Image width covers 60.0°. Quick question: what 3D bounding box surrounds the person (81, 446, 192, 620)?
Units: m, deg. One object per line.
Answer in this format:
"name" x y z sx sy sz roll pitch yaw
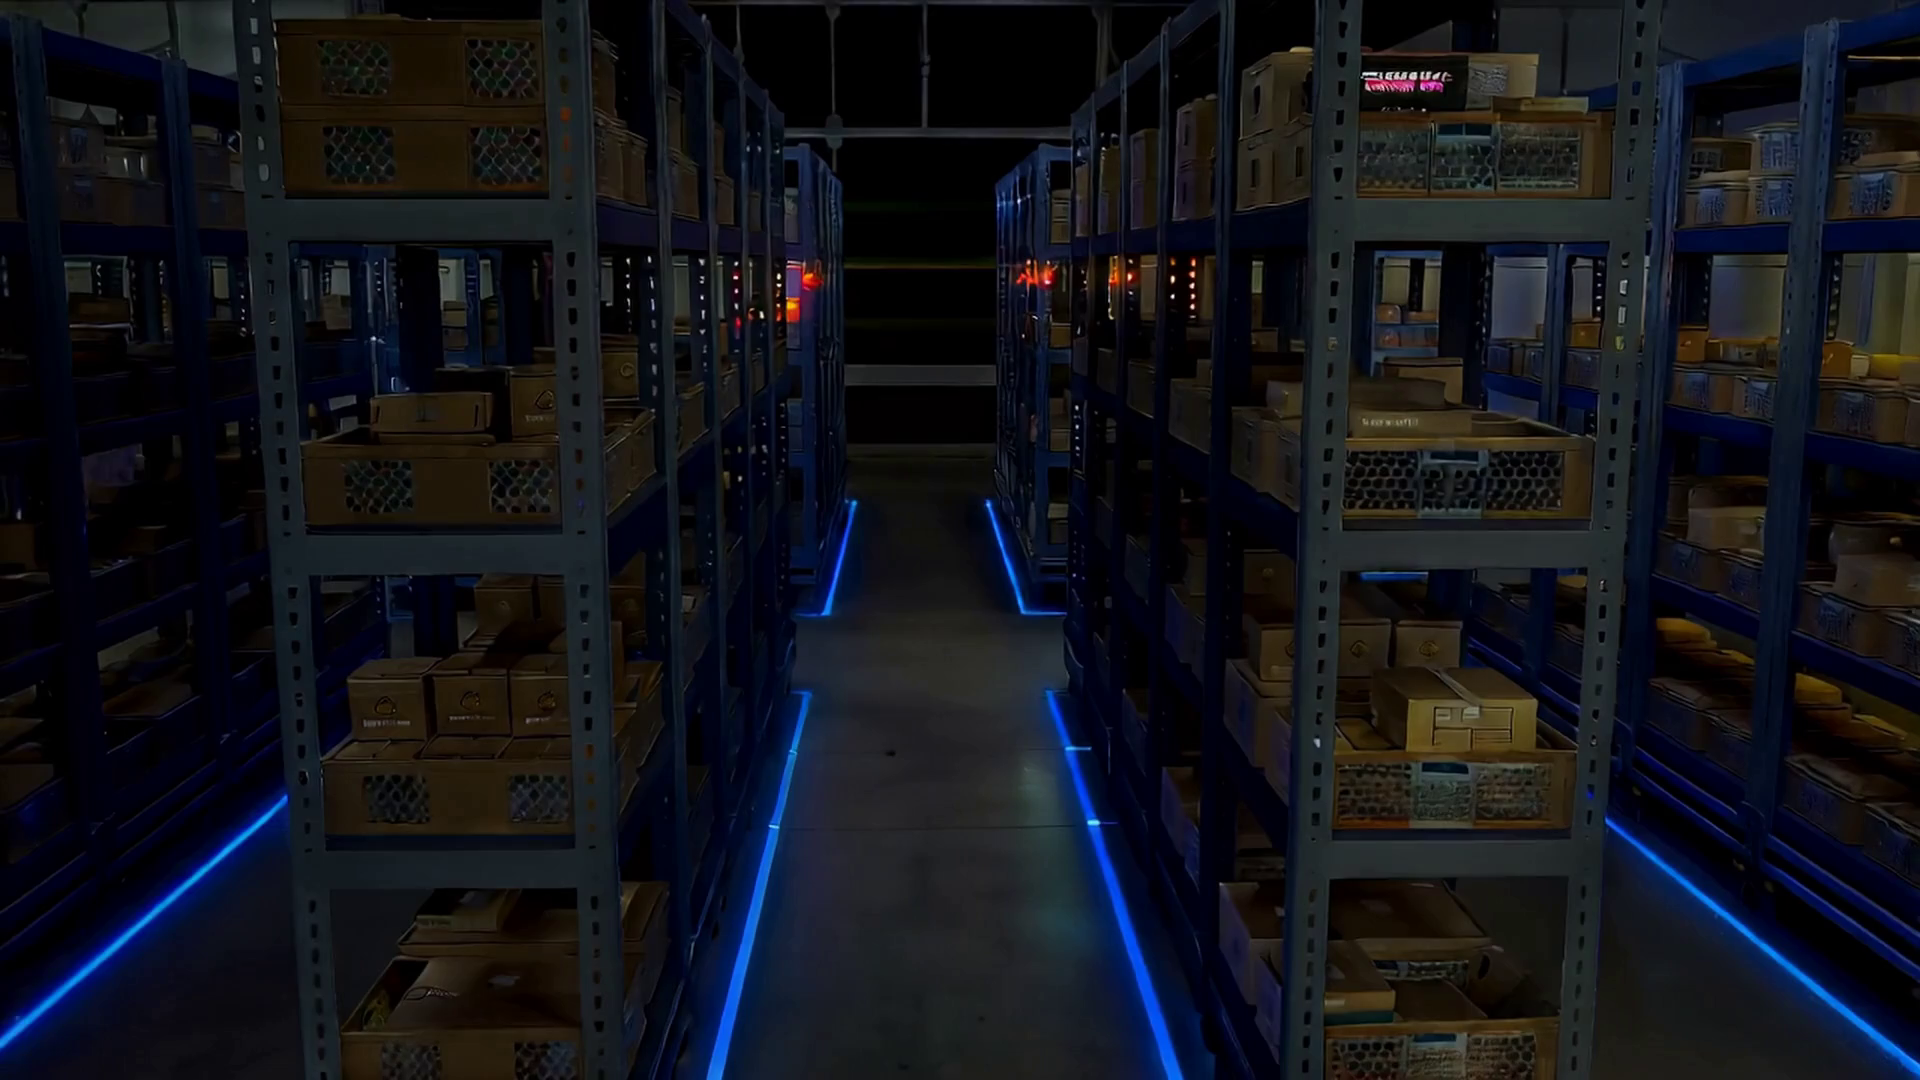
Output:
"person" -6.324 -0.297 12.297 0.948 1.945 0.617 -1 9 -8
